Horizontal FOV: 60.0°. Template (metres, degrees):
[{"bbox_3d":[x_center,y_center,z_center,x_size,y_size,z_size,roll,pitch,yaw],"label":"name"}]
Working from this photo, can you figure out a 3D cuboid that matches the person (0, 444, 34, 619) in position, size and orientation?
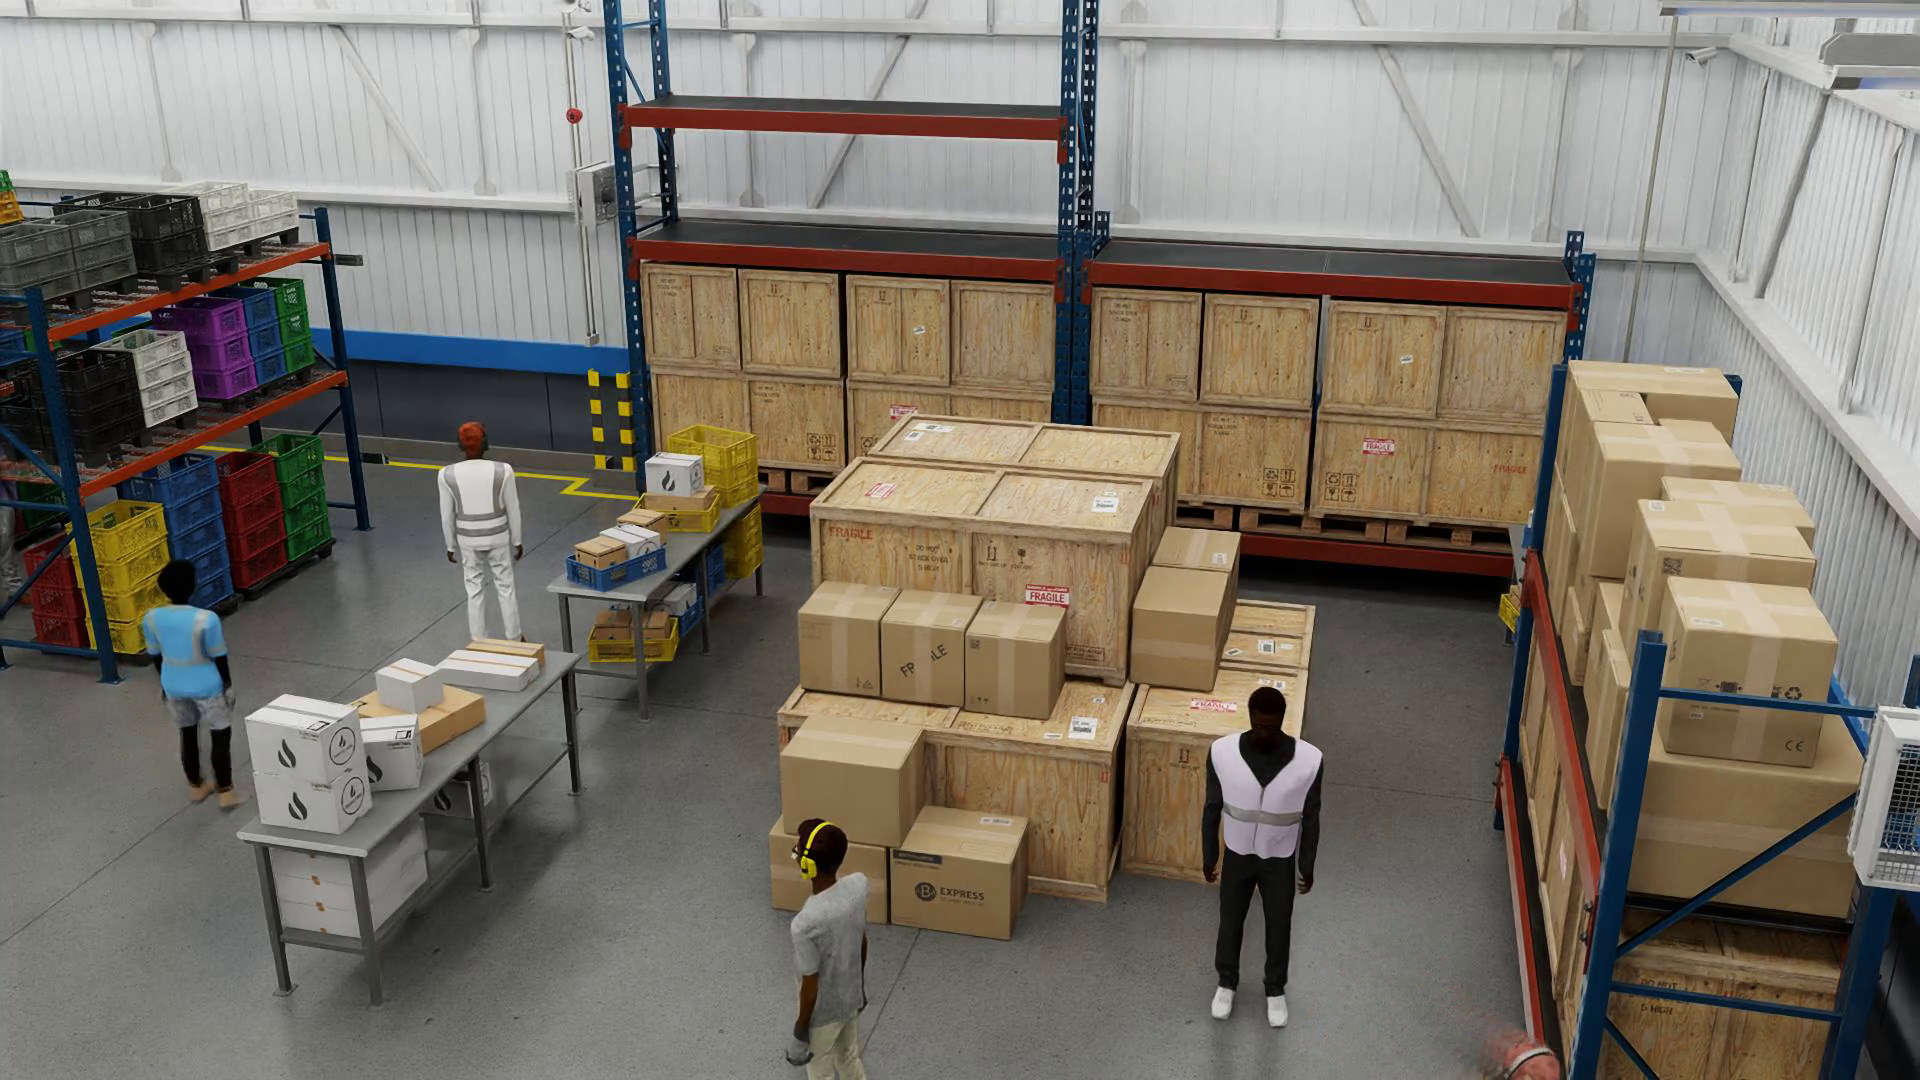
[{"bbox_3d":[-7.936,-0.298,13.480,0.371,1.933,0.634,10,23,25],"label":"person"}]

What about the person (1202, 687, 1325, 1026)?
[{"bbox_3d":[1.537,1.600,8.550,0.592,1.911,0.388,4,21,11],"label":"person"}]

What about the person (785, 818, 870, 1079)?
[{"bbox_3d":[-0.592,2.070,7.368,0.318,1.870,0.531,12,24,28],"label":"person"}]

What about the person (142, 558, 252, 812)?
[{"bbox_3d":[-4.873,0.925,10.612,0.536,1.699,0.318,3,21,9],"label":"person"}]

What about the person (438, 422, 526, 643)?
[{"bbox_3d":[-3.645,0.013,12.734,0.576,1.881,0.352,-4,21,-11],"label":"person"}]

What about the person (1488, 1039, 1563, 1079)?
[{"bbox_3d":[1.870,2.523,6.210,0.663,1.858,0.866,-8,23,-21],"label":"person"}]
